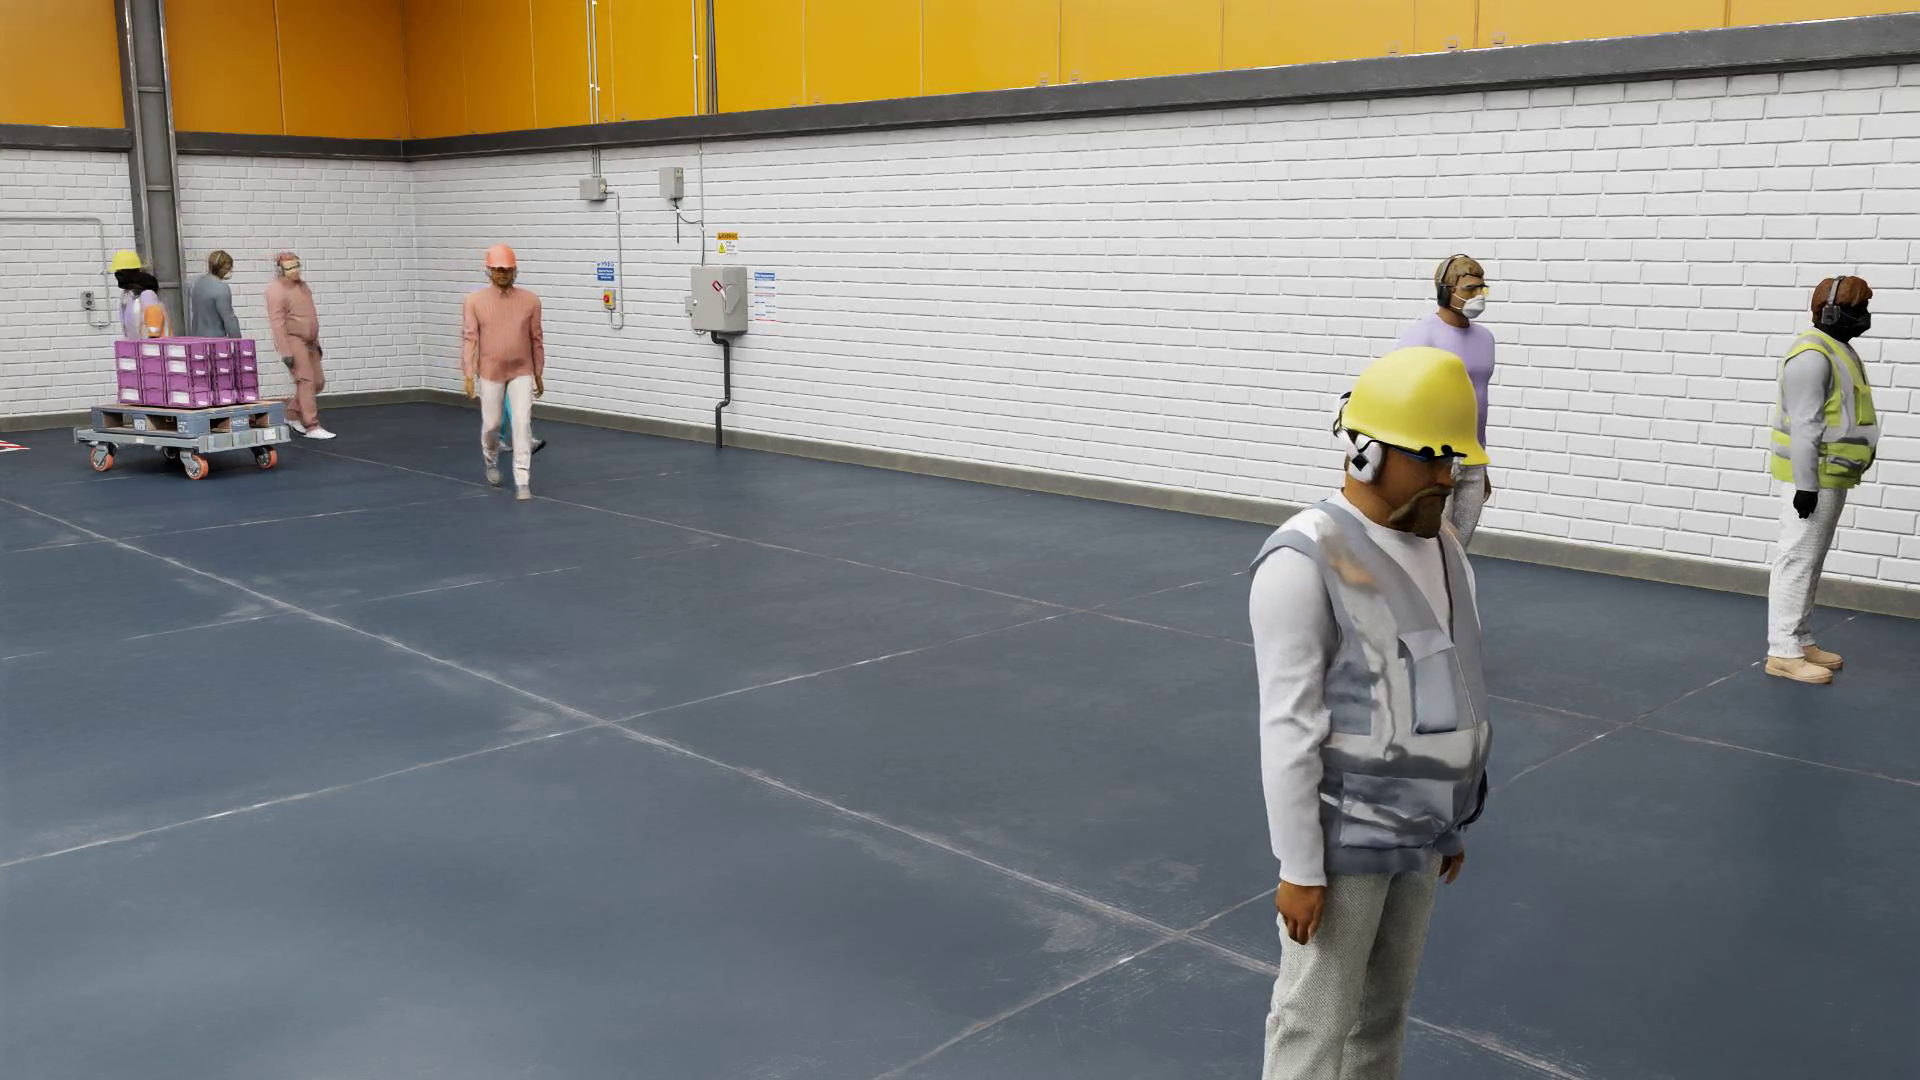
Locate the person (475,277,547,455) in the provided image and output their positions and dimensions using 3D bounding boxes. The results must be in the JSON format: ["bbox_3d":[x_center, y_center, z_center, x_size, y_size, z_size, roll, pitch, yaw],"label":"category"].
[{"bbox_3d":[-4.105,-1.673,15.310,0.935,1.796,0.593,7,13,34],"label":"person"}]

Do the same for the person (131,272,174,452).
[{"bbox_3d":[-7.508,-1.667,15.603,0.355,1.682,0.538,-5,11,-25],"label":"person"}]

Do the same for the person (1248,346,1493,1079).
[{"bbox_3d":[0.795,0.544,3.177,0.403,1.822,0.589,10,14,43],"label":"person"}]

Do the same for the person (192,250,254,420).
[{"bbox_3d":[-7.361,-1.924,16.509,0.893,1.868,0.646,-9,14,-42],"label":"person"}]

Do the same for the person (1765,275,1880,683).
[{"bbox_3d":[3.953,-0.283,7.631,0.429,1.843,0.626,8,13,38],"label":"person"}]

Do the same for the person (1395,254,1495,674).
[{"bbox_3d":[2.187,-0.309,7.508,0.636,1.938,0.354,-9,14,-39],"label":"person"}]

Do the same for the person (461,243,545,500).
[{"bbox_3d":[-3.567,-1.325,12.988,0.628,1.970,0.852,-4,11,-21],"label":"person"}]

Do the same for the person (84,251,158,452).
[{"bbox_3d":[-7.712,-1.760,15.594,0.607,1.871,1.013,8,13,36],"label":"person"}]

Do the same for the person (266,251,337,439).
[{"bbox_3d":[-6.534,-1.912,16.441,0.503,1.869,0.714,0,10,1],"label":"person"}]
